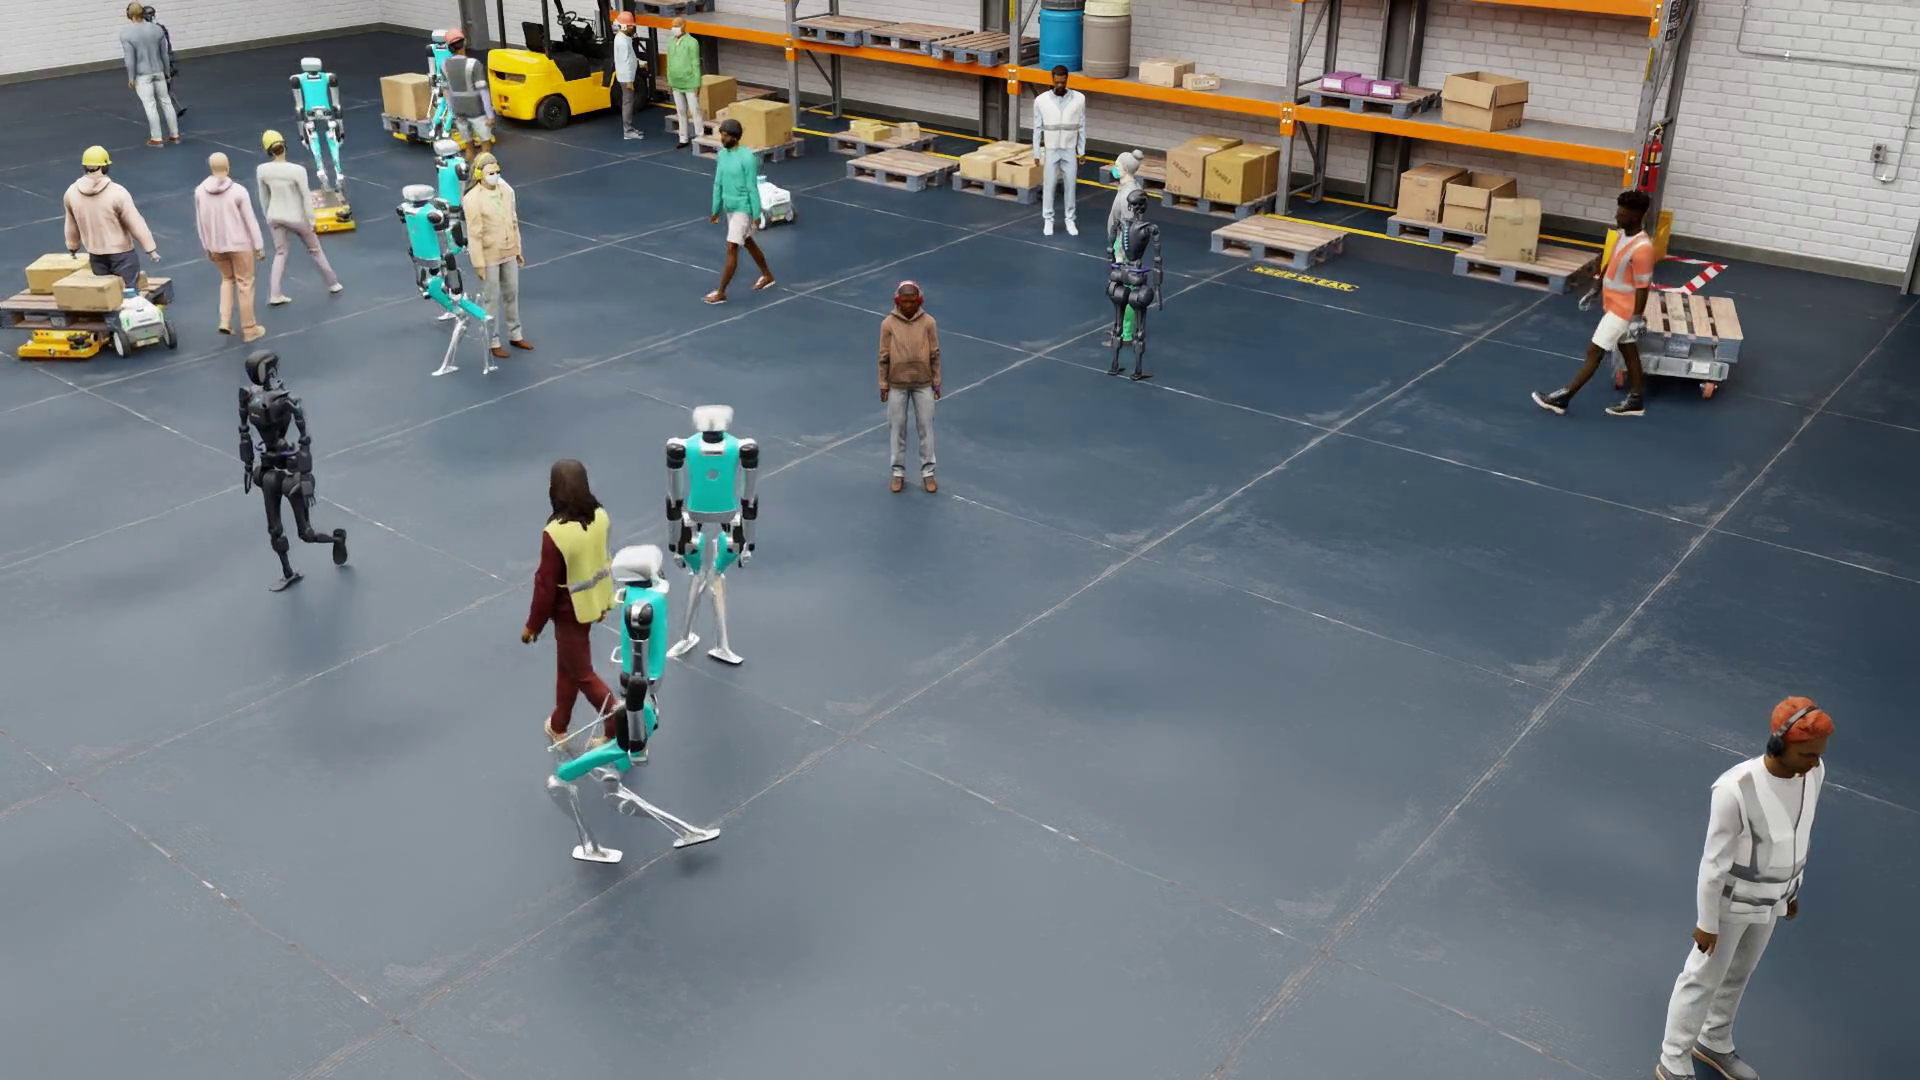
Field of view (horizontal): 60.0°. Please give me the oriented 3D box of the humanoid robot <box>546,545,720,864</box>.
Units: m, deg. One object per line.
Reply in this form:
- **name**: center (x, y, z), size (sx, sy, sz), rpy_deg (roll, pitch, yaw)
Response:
- **humanoid robot**: center (-1.704, 0.848, 8.115), size (0.951, 1.742, 0.565), rpy_deg (-1, 26, -2)

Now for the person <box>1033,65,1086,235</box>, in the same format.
- **person**: center (1.123, -4.416, 18.836), size (0.600, 1.907, 0.401), rpy_deg (-3, 26, -6)

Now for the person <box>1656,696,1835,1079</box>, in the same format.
- **person**: center (3.172, 1.455, 6.699), size (0.571, 1.887, 0.356), rpy_deg (-14, 29, -27)

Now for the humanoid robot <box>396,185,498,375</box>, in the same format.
- **humanoid robot**: center (-4.436, -2.287, 14.655), size (0.530, 1.795, 0.799), rpy_deg (16, 30, 30)

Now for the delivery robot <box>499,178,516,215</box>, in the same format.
- **delivery robot**: center (-5.501, -4.049, 19.650), size (0.499, 0.614, 0.818), rpy_deg (-12, 28, -24)

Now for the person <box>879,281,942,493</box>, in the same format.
- **person**: center (-0.368, -1.145, 12.359), size (0.468, 1.645, 0.332), rpy_deg (-2, 26, -4)

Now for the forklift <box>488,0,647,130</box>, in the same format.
- **forklift**: center (-5.874, -7.334, 24.552), size (1.214, 2.155, 2.313), rpy_deg (19, 32, 34)

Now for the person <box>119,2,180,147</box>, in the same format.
- **person**: center (-11.176, -6.412, 22.931), size (0.352, 1.937, 0.634), rpy_deg (17, 31, 32)

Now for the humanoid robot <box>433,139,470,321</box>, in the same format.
- **humanoid robot**: center (-4.971, -2.864, 15.849), size (0.794, 1.803, 0.538), rpy_deg (-22, 33, -38)

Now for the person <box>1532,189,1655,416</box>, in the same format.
- **person**: center (5.320, -1.934, 13.679), size (0.986, 1.917, 0.606), rpy_deg (6, 26, 12)

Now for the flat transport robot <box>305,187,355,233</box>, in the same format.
- **flat transport robot**: center (-7.590, -3.893, 19.634), size (0.659, 0.231, 1.431), rpy_deg (-12, 28, -23)

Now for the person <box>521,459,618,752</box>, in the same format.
- **person**: center (-2.104, 0.392, 9.066), size (0.625, 1.736, 0.531), rpy_deg (8, 27, 15)

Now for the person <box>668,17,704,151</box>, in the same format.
- **person**: center (-3.762, -6.241, 22.764), size (0.543, 1.780, 0.383), rpy_deg (14, 29, 26)

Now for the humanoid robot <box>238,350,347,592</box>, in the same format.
- **humanoid robot**: center (-4.445, -0.496, 10.981), size (0.598, 1.640, 0.522), rpy_deg (9, 27, 19)

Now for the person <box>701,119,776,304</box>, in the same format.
- **person**: center (-2.256, -3.314, 16.676), size (0.998, 1.793, 0.523), rpy_deg (-23, 34, -39)

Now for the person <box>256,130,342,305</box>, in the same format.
- **person**: center (-6.692, -3.221, 16.618), size (0.542, 1.725, 0.787), rpy_deg (2, 26, 5)

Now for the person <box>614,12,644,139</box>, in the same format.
- **person**: center (-4.667, -6.541, 23.427), size (0.351, 1.739, 0.572), rpy_deg (-6, 26, -12)

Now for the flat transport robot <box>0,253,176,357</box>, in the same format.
- **flat transport robot**: center (-8.256, -2.052, 15.820), size (0.659, 0.231, 1.431), rpy_deg (2, 26, 4)

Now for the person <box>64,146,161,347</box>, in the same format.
- **person**: center (-7.814, -2.673, 15.284), size (0.825, 1.853, 0.435), rpy_deg (0, 26, 1)

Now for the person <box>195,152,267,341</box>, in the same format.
- **person**: center (-6.748, -2.703, 15.438), size (0.546, 1.769, 0.452), rpy_deg (3, 26, 6)

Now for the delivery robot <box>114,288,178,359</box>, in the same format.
- **delivery robot**: center (-7.678, -2.049, 15.476), size (0.499, 0.587, 0.771), rpy_deg (-21, 33, -36)

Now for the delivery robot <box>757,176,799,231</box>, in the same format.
- **delivery robot**: center (-2.304, -3.955, 19.416), size (0.499, 0.580, 0.756), rpy_deg (-23, 34, -39)

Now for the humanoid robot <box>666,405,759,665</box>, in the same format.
- **humanoid robot**: center (-1.505, -0.061, 10.001), size (0.637, 1.768, 0.812), rpy_deg (-4, 26, -7)

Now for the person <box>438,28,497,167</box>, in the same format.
- **person**: center (-6.007, -5.260, 20.489), size (0.752, 1.998, 0.377), rpy_deg (9, 27, 18)

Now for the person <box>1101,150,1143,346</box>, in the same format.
- **person**: center (1.511, -2.699, 15.366), size (0.339, 1.831, 0.513), rpy_deg (4, 26, 9)

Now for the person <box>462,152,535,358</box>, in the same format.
- **person**: center (-4.224, -2.585, 15.097), size (0.398, 1.868, 0.563), rpy_deg (16, 30, 29)

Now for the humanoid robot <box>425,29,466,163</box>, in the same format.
- **humanoid robot**: center (-6.712, -5.702, 21.533), size (0.533, 1.681, 0.735), rpy_deg (6, 26, 13)

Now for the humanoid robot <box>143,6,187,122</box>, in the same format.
- **humanoid robot**: center (-11.727, -6.972, 24.397), size (0.349, 1.645, 0.609), rpy_deg (9, 27, 17)

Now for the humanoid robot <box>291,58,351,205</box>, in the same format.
- **humanoid robot**: center (-7.562, -4.770, 19.757), size (0.530, 1.790, 0.690), rpy_deg (-10, 27, -19)

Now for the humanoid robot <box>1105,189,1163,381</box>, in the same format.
- **humanoid robot**: center (1.508, -2.249, 14.592), size (0.599, 1.657, 0.315), rpy_deg (20, 32, 36)

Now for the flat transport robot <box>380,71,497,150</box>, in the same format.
- **flat transport robot**: center (-7.281, -5.718, 23.411), size (1.431, 0.231, 0.659), rpy_deg (18, 31, 33)
